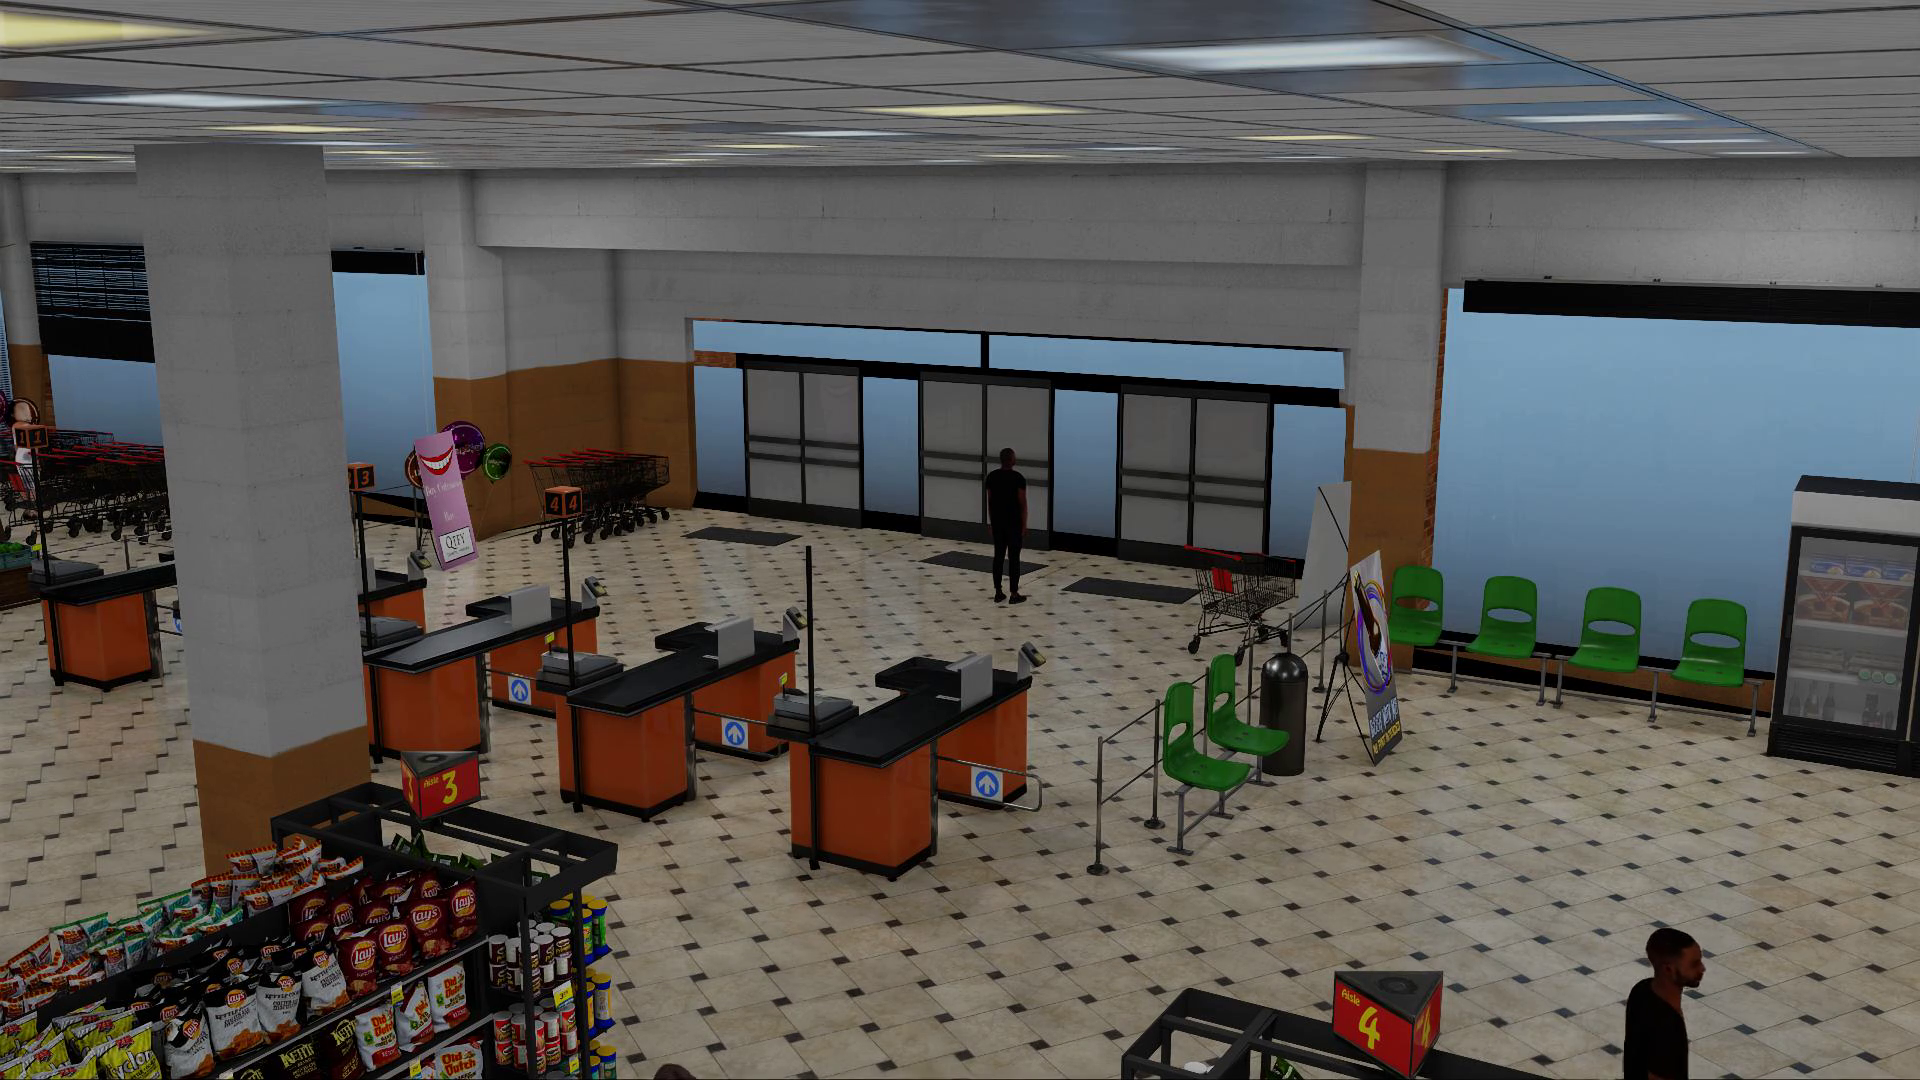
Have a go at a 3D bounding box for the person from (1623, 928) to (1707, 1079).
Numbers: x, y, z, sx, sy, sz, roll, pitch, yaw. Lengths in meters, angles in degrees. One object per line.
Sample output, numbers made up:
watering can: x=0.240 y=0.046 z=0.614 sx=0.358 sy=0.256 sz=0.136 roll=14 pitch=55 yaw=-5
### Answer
person: x=2.791 y=2.460 z=6.934 sx=0.913 sy=1.786 sz=1.007 roll=2 pitch=12 yaw=10

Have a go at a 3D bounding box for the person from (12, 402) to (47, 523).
person: x=-13.481 y=-1.126 z=24.045 sx=0.583 sy=1.751 sz=0.526 roll=5 pitch=13 yaw=24

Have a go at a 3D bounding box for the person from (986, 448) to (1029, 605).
person: x=0.544 y=-0.172 z=19.352 sx=0.653 sy=1.819 sz=0.546 roll=7 pitch=14 yaw=30
